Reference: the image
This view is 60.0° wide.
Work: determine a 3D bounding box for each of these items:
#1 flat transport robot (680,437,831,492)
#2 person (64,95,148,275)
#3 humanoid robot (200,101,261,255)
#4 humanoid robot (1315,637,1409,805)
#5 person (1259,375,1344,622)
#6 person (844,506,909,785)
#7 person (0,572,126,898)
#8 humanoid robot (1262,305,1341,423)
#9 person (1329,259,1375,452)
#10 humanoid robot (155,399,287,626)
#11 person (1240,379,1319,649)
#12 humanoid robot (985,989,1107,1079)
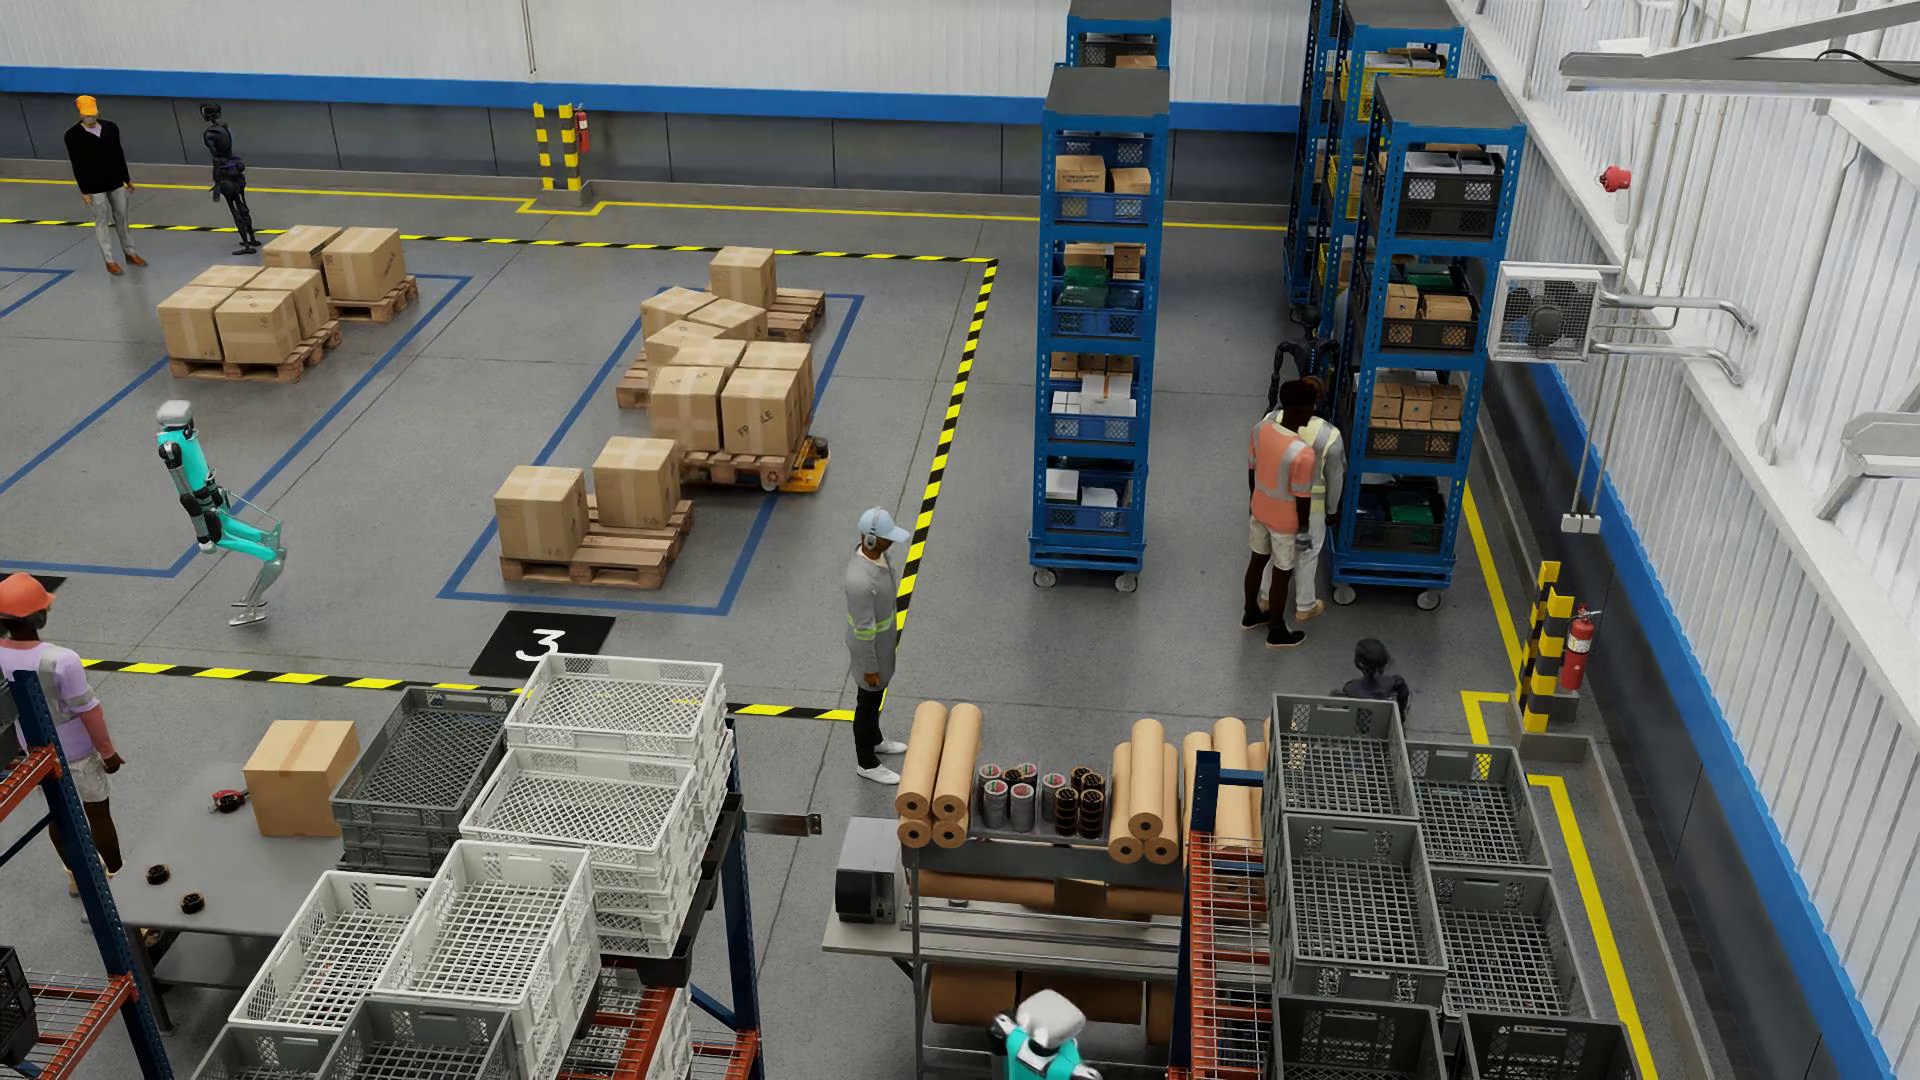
[{"bbox_3d":[-1.834,-0.666,13.790,1.431,0.197,0.652,3,30,6],"label":"flat transport robot"},{"bbox_3d":[-8.989,-3.746,17.509,0.394,1.879,0.585,19,35,29],"label":"person"},{"bbox_3d":[-7.926,-3.926,18.002,0.315,1.657,0.599,-1,30,-2],"label":"humanoid robot"},{"bbox_3d":[2.218,1.264,9.110,0.589,1.637,0.589,-11,32,-19],"label":"humanoid robot"},{"bbox_3d":[2.367,-0.291,11.612,0.620,1.841,0.429,20,36,30],"label":"person"},{"bbox_3d":[-0.491,0.620,10.037,0.387,1.851,0.587,3,30,5],"label":"person"},{"bbox_3d":[-4.881,1.082,9.055,0.613,2.039,0.389,5,31,8],"label":"person"},{"bbox_3d":[2.687,-1.054,13.069,0.599,1.657,0.315,-2,30,-3],"label":"humanoid robot"},{"bbox_3d":[3.171,-1.324,13.286,0.362,1.939,0.634,-8,31,-14],"label":"person"},{"bbox_3d":[-4.975,-0.196,11.419,0.735,1.675,0.533,-6,31,-10],"label":"humanoid robot"},{"bbox_3d":[2.176,-0.182,11.303,0.374,1.962,0.603,-14,33,-23],"label":"person"},{"bbox_3d":[0.463,2.525,6.995,0.545,1.907,0.717,21,36,32],"label":"humanoid robot"}]
